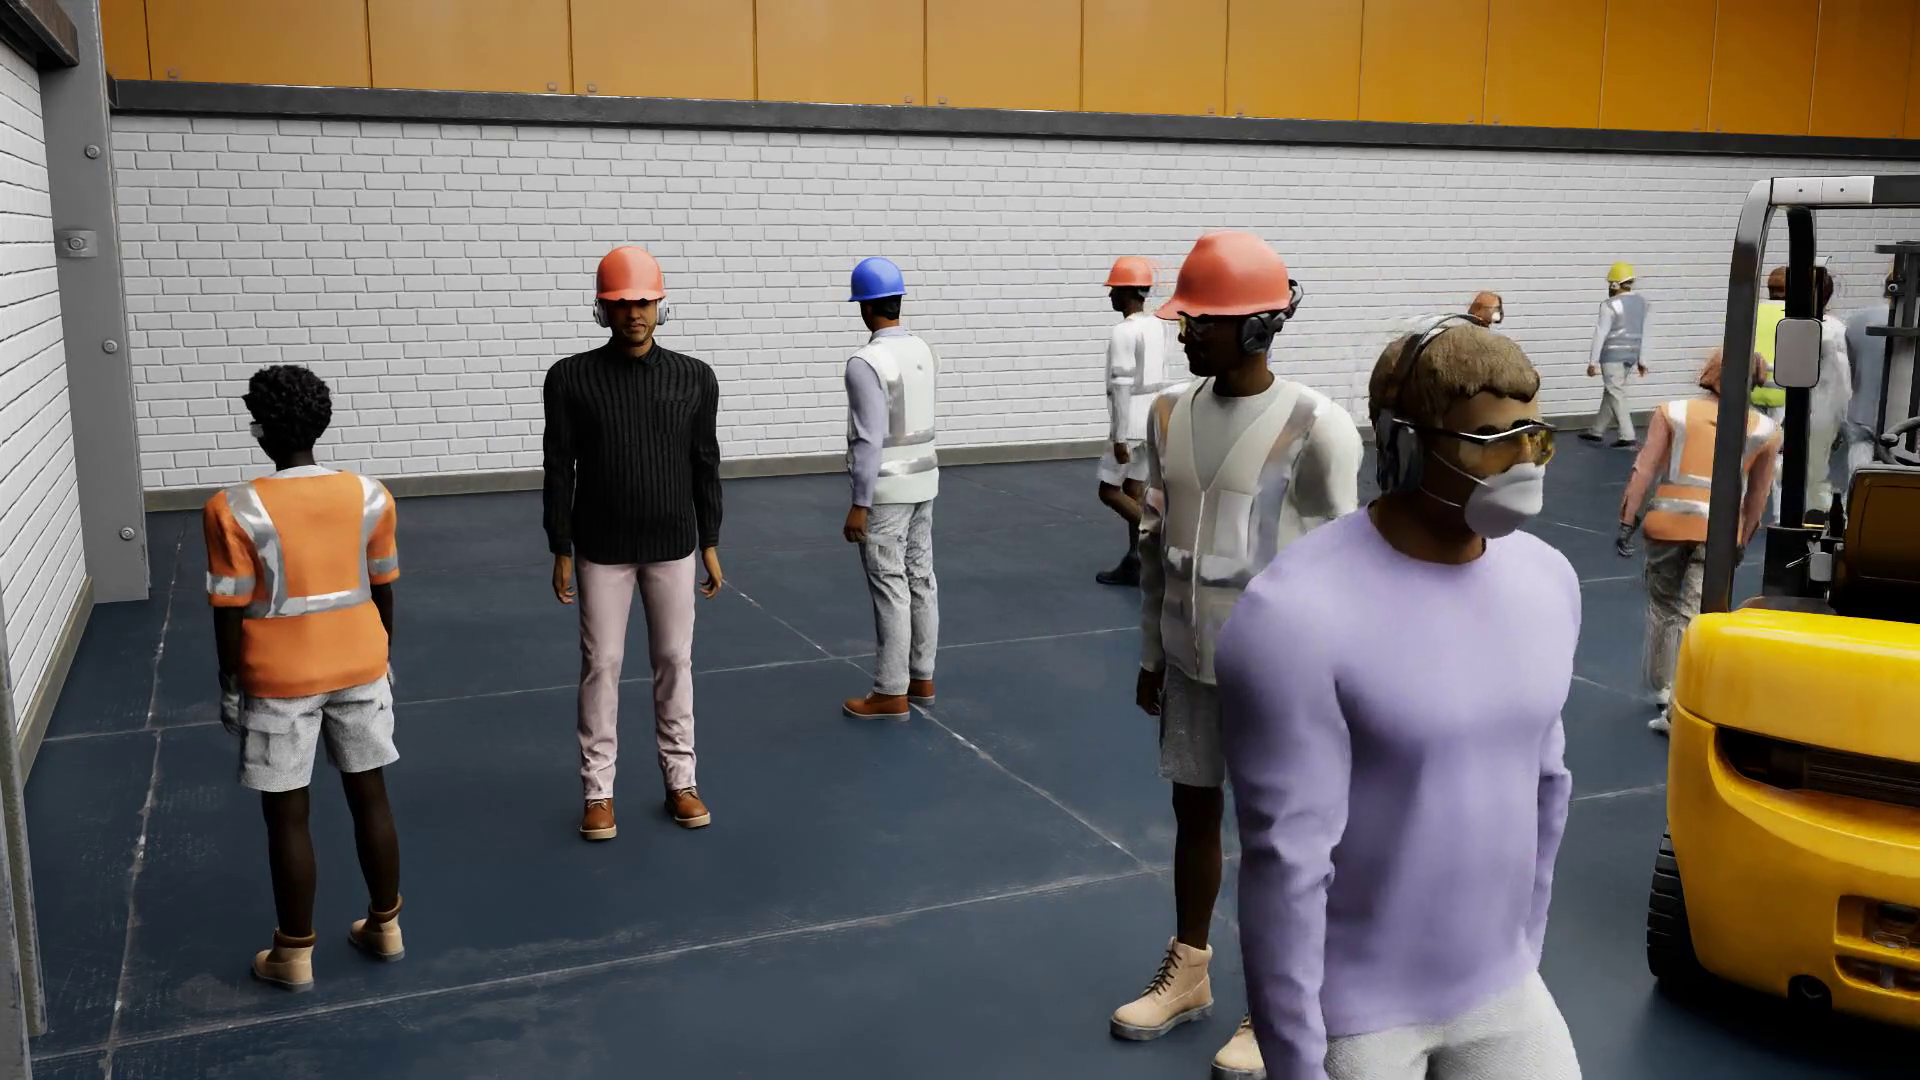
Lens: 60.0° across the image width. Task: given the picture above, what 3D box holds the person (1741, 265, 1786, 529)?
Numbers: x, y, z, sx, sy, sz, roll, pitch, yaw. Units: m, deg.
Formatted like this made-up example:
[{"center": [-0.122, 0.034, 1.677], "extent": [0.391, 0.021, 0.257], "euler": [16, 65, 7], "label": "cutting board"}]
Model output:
[{"center": [5.574, -0.943, 11.355], "extent": [0.429, 1.840, 0.632], "euler": [-7, 12, -34], "label": "person"}]

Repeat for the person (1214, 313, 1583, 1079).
[{"center": [0.630, 0.654, 2.304], "extent": [0.634, 1.924, 0.431], "euler": [-5, 11, -26], "label": "person"}]

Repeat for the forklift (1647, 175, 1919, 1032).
[{"center": [2.810, 0.094, 4.662], "extent": [1.214, 2.155, 2.313], "euler": [7, 12, 34], "label": "forklift"}]

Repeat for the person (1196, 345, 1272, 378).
[{"center": [1.706, -0.849, 10.594], "extent": [0.543, 1.928, 0.371], "euler": [-4, 11, -22], "label": "person"}]

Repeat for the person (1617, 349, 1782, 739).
[{"center": [3.039, -0.007, 6.868], "extent": [0.567, 1.593, 0.720], "euler": [5, 12, 27], "label": "person"}]

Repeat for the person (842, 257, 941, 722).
[{"center": [-0.299, -0.207, 7.008], "extent": [0.402, 1.944, 0.605], "euler": [5, 12, 27], "label": "person"}]

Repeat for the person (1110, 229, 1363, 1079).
[{"center": [0.650, 0.289, 4.012], "extent": [0.394, 2.040, 0.609], "euler": [-9, 14, -41], "label": "person"}]

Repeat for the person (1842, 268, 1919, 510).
[{"center": [5.360, -0.628, 9.461], "extent": [0.802, 1.902, 0.620], "euler": [-5, 12, -27], "label": "person"}]

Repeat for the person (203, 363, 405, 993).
[{"center": [-1.760, 0.372, 4.518], "extent": [0.320, 1.692, 0.534], "euler": [9, 14, 41], "label": "person"}]

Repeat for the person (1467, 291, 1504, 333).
[{"center": [3.963, -1.098, 12.782], "extent": [0.520, 1.619, 0.411], "euler": [-9, 14, -42], "label": "person"}]

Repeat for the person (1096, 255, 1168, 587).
[{"center": [1.043, -0.656, 9.518], "extent": [0.544, 1.926, 0.543], "euler": [7, 12, 34], "label": "person"}]

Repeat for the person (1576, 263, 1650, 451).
[{"center": [6.320, -1.772, 16.074], "extent": [0.610, 1.805, 0.760], "euler": [-6, 12, -28], "label": "person"}]

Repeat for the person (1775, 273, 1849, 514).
[{"center": [5.084, -0.689, 9.949], "extent": [0.498, 1.841, 0.512], "euler": [7, 12, 32], "label": "person"}]

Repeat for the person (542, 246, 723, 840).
[{"center": [-1.099, 0.014, 5.653], "extent": [0.610, 1.995, 0.375], "euler": [-4, 11, -21], "label": "person"}]
